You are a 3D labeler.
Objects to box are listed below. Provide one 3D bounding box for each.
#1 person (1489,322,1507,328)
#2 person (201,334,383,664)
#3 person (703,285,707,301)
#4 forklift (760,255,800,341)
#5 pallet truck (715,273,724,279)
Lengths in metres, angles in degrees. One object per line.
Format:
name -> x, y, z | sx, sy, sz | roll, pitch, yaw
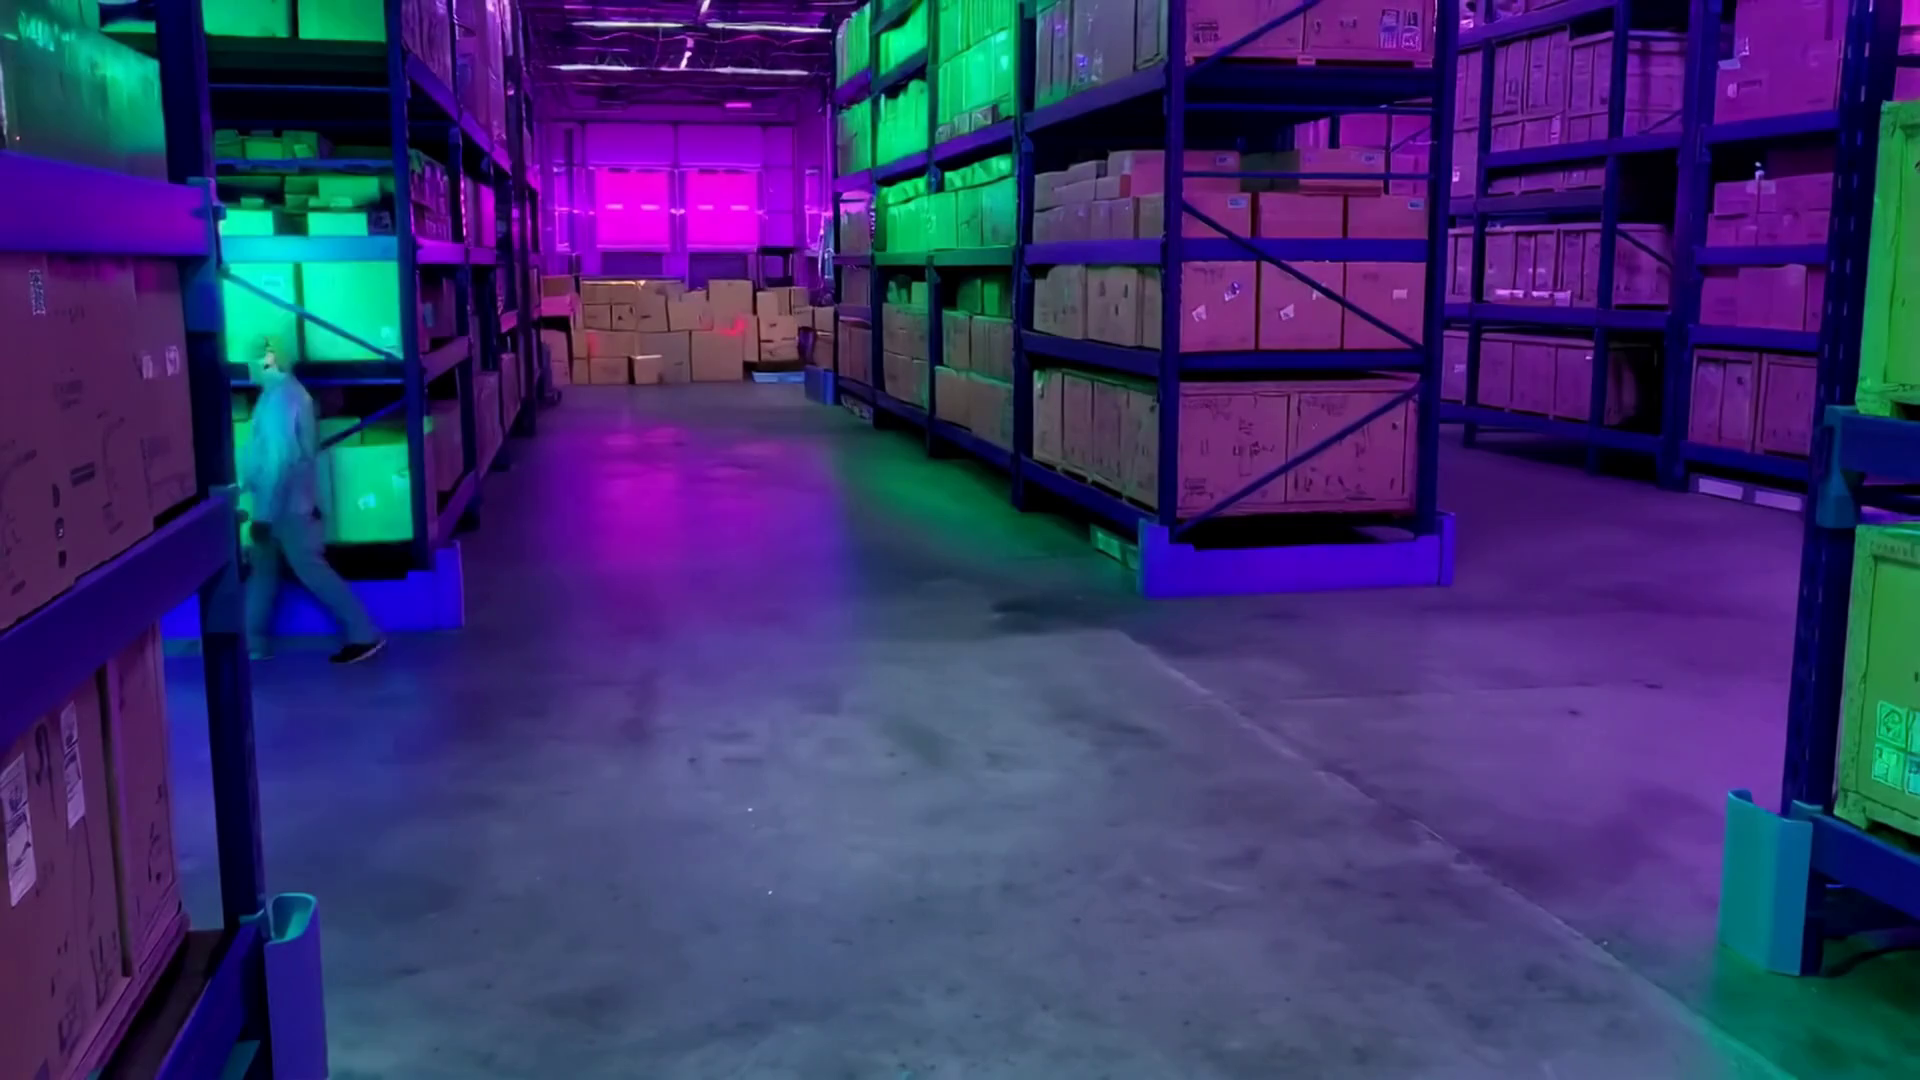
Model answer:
person -> 10.064, -3.832, 31.048 | 0.373, 1.934, 0.551 | 2, 10, 13
person -> -3.721, -0.212, 9.227 | 0.977, 1.865, 0.659 | -2, 10, -12
person -> -7.854, -7.179, 52.256 | 0.780, 1.670, 0.535 | -2, 9, -9
forklift -> -5.569, -7.385, 49.836 | 1.129, 2.768, 1.873 | -3, 10, -18
pallet truck -> -8.580, -8.986, 62.280 | 1.885, 1.965, 0.823 | 1, 9, 5
